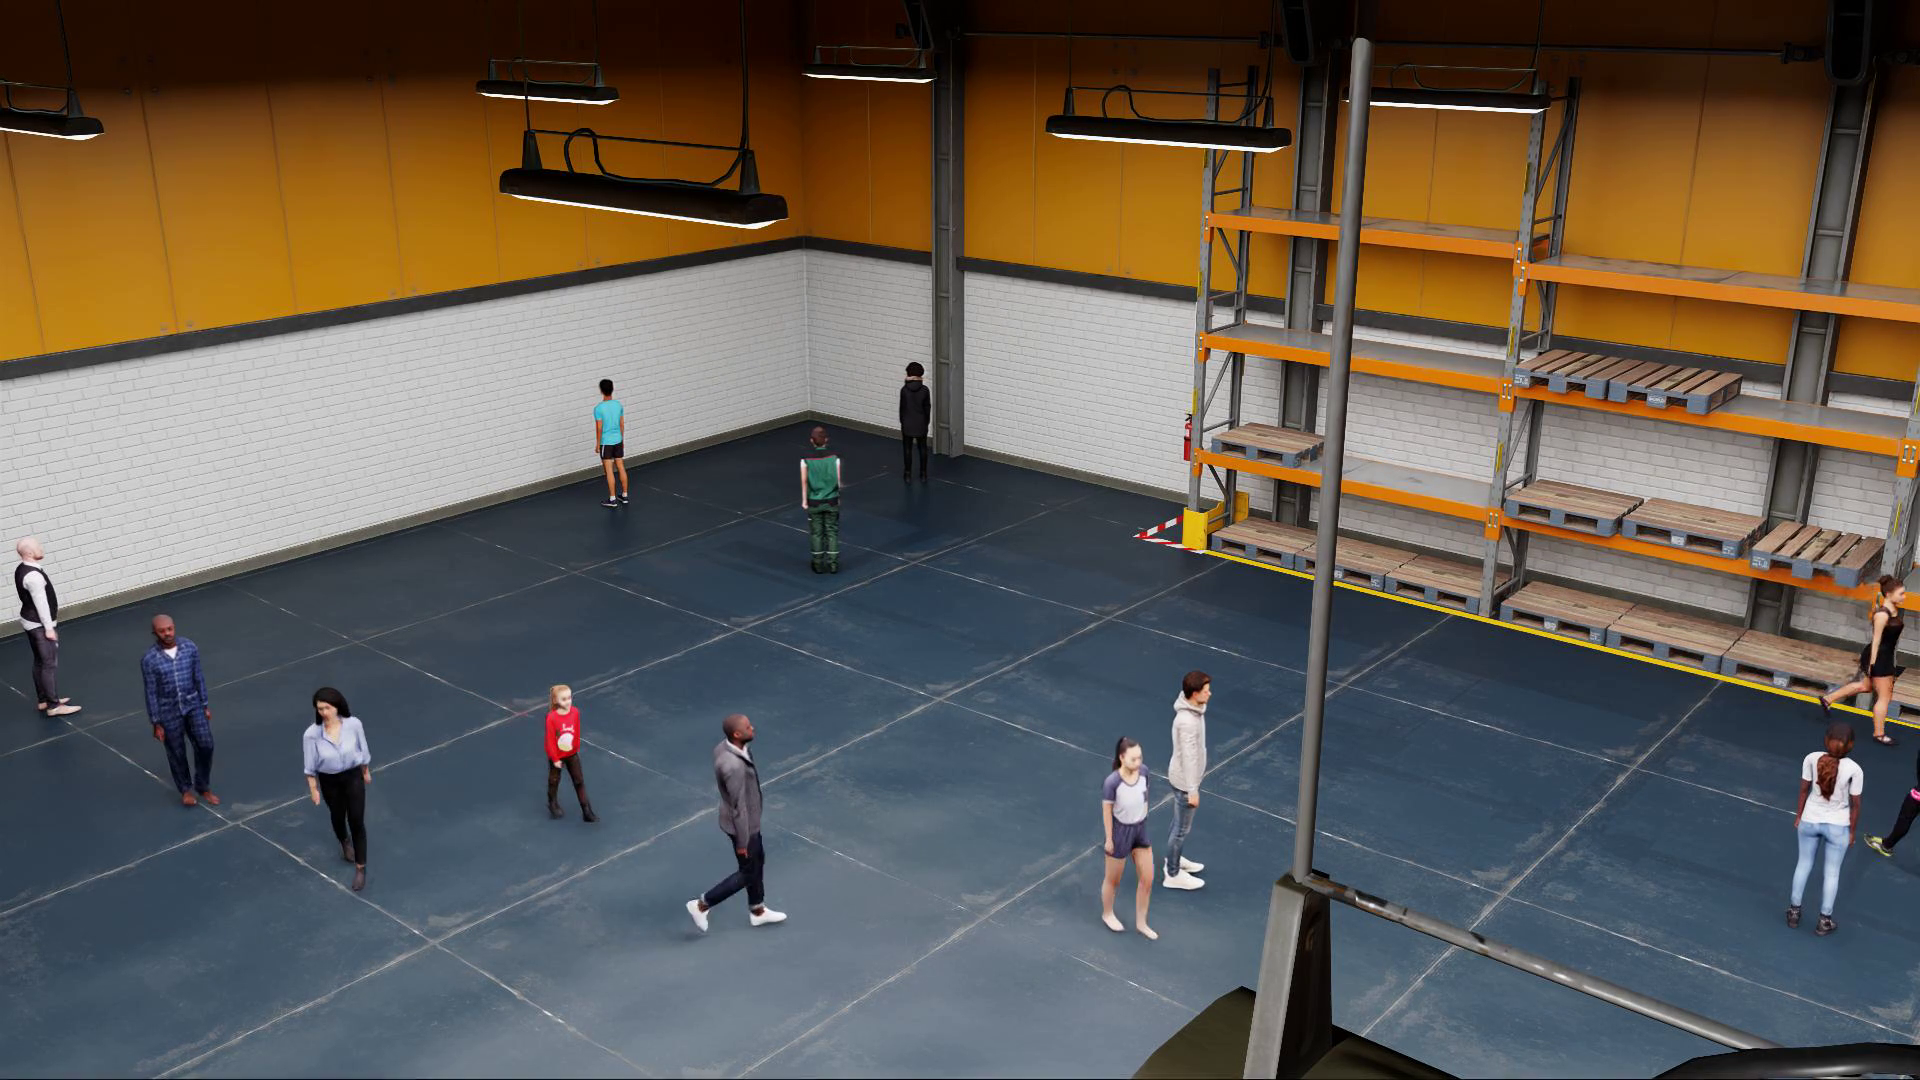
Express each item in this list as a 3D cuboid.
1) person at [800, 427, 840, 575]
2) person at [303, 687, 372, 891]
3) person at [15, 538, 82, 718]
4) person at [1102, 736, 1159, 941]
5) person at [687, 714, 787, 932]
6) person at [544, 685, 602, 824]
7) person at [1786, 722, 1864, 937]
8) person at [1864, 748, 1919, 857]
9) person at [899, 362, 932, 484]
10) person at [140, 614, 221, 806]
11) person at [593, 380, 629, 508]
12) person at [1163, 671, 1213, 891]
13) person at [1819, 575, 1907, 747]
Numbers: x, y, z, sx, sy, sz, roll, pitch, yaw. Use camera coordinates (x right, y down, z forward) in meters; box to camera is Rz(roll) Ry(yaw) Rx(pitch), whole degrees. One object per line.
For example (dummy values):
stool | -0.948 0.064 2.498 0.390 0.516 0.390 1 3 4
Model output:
person | -1.696 -0.488 20.487 0.721 1.835 0.770 -2 19 -7
person | -5.016 1.940 13.496 1.013 1.696 1.237 -9 21 -26
person | -9.131 0.852 16.526 0.772 1.822 0.555 -17 25 -41
person | 1.214 2.236 12.715 0.747 1.632 0.843 -11 22 -30
person | -1.743 2.172 12.642 1.118 1.800 1.087 -4 19 -11
person | -3.486 1.851 14.455 0.582 1.252 0.920 -16 24 -39
person | 6.613 2.190 12.716 0.452 1.719 0.639 16 24 38
person | 7.955 2.055 13.445 0.819 1.510 1.038 -10 21 -27
person | -0.659 -1.711 24.213 0.719 1.774 0.772 -3 19 -8
person | -6.935 1.479 14.694 0.735 1.803 0.757 -16 24 -39
person | -4.853 -1.355 23.155 0.507 1.775 0.624 17 25 40
person | 1.808 1.907 13.351 0.749 1.850 0.752 4 19 12
person | 8.753 1.123 15.987 0.987 1.654 0.580 16 24 39
